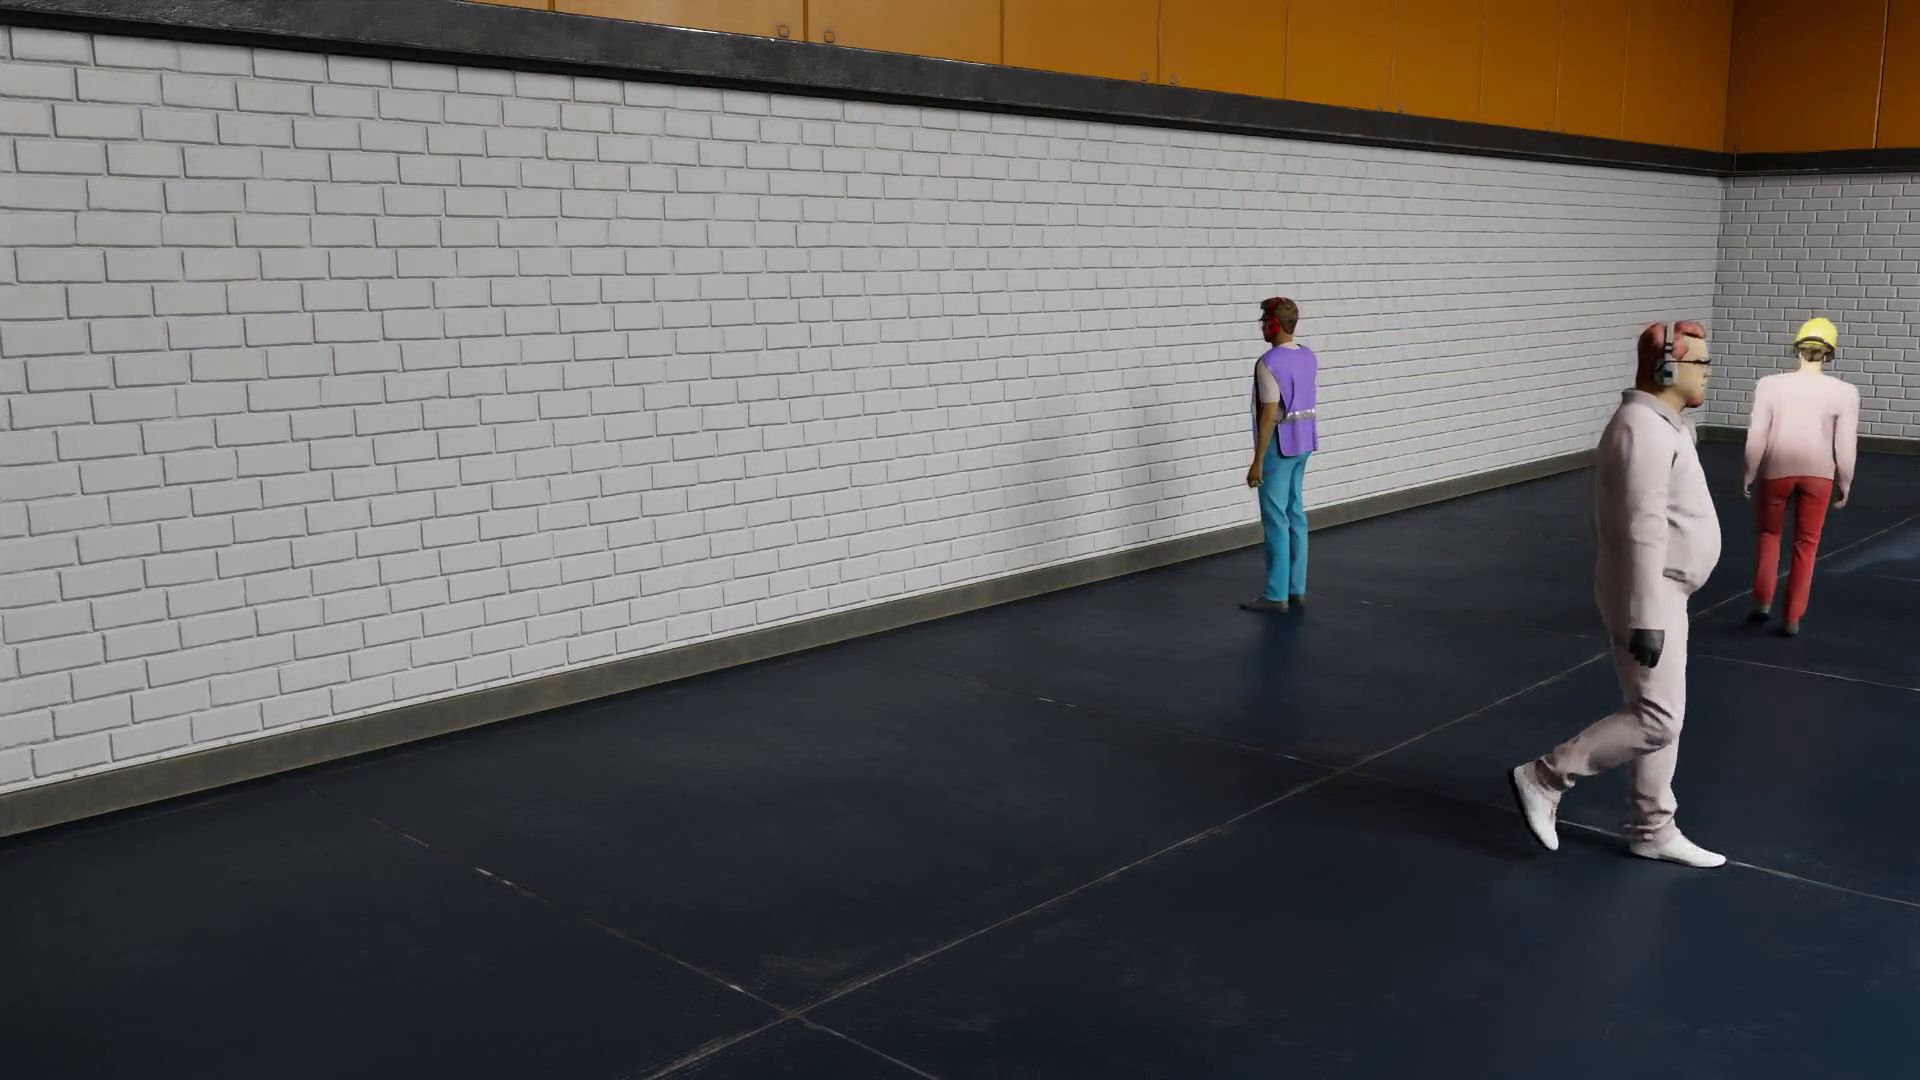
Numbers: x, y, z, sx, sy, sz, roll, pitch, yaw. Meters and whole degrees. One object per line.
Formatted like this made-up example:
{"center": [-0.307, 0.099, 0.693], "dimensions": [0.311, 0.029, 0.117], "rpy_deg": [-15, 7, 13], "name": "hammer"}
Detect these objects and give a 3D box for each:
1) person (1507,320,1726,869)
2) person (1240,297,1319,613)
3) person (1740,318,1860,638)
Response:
{"center": [2.302, 0.198, 5.668], "dimensions": [0.624, 1.892, 0.660], "rpy_deg": [5, 11, 24], "name": "person"}
{"center": [1.898, -0.493, 9.751], "dimensions": [0.373, 1.841, 0.570], "rpy_deg": [8, 13, 38], "name": "person"}
{"center": [4.608, -0.340, 9.147], "dimensions": [0.554, 1.740, 0.461], "rpy_deg": [5, 11, 28], "name": "person"}
